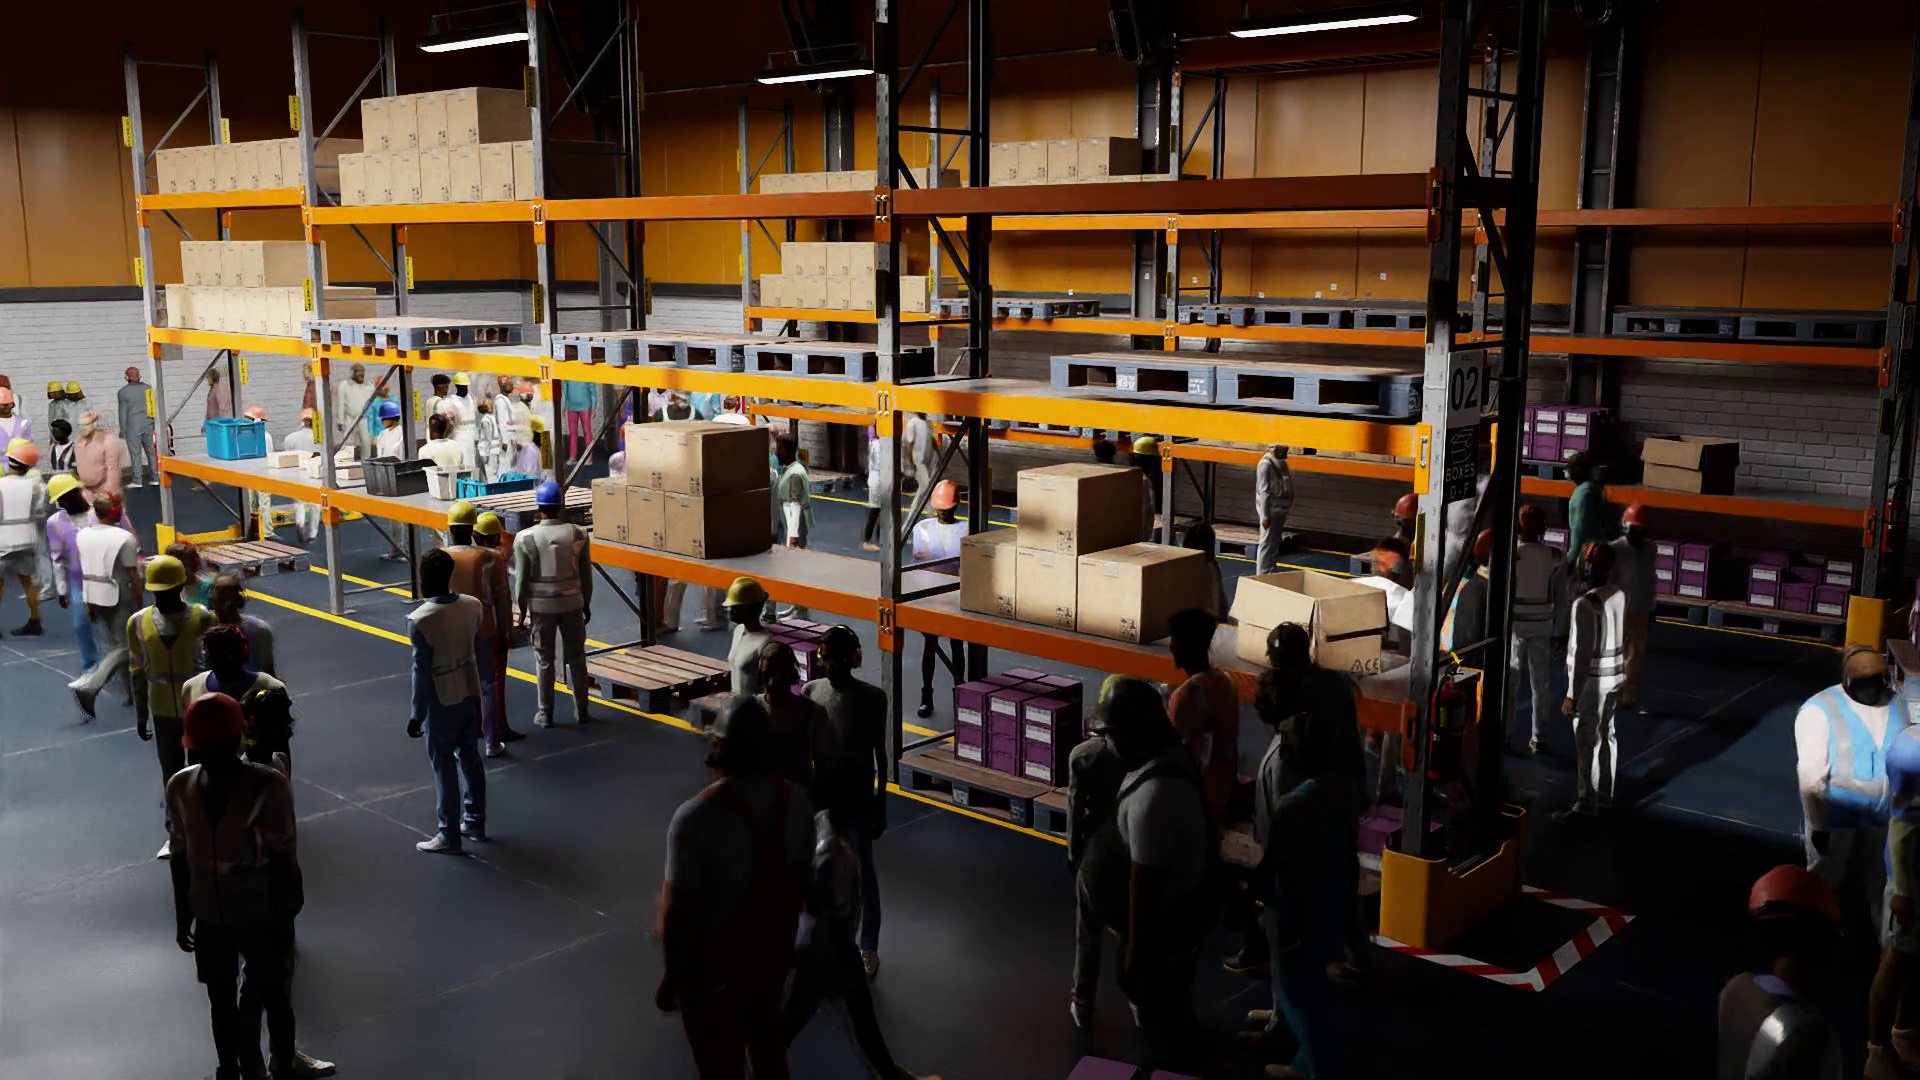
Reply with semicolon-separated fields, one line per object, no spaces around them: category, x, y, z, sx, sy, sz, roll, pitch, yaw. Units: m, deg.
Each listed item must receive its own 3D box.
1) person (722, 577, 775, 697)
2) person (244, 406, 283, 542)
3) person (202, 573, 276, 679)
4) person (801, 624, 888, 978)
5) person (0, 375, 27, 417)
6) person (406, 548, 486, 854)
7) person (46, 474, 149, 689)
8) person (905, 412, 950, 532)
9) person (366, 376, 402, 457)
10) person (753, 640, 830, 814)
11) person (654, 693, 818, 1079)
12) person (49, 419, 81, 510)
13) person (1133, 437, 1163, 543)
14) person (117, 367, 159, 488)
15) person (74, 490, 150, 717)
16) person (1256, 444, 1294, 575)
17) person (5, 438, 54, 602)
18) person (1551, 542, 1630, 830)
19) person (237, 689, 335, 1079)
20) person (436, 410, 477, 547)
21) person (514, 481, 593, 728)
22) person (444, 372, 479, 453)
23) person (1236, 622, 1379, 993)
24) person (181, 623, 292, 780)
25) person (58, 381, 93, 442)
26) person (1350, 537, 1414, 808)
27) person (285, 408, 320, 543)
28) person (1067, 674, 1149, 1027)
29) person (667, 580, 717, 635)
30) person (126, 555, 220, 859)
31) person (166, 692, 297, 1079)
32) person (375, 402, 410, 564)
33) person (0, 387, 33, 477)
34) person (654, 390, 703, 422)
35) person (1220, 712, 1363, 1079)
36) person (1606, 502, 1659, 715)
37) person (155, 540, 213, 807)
person;-1.286;1.095;10.274;0.331;1.768;0.527;-6;12;-30
person;-8.993;-0.843;21.303;0.564;1.740;0.351;3;11;17
person;-4.516;1.066;10.383;0.509;1.802;0.976;-4;11;-20
person;-0.605;1.343;8.609;0.508;1.863;0.328;4;11;21
person;-14.305;-1.538;24.866;0.550;1.871;0.605;5;11;25
person;-3.193;1.002;10.373;0.392;1.920;0.587;4;11;24
person;-7.335;0.349;14.207;0.745;1.876;0.385;-4;11;-20
person;-0.460;-0.983;21.843;0.634;1.836;0.585;5;11;26
person;-9.044;-1.714;26.220;0.591;1.737;0.371;-8;13;-39
person;-0.900;1.399;8.334;0.506;1.846;0.348;-1;10;-5
person;-0.934;1.596;6.668;0.535;2.000;0.718;8;13;39
person;-10.864;-0.636;20.266;0.540;1.695;0.318;4;11;20
person;1.787;-0.062;16.367;0.385;1.922;0.594;-1;10;-4
person;-12.873;-1.760;26.041;0.406;1.902;0.639;7;12;34
person;-6.876;0.511;13.436;0.572;1.820;0.781;4;11;22
person;3.426;-0.318;18.087;0.403;1.827;0.599;6;11;28
person;-9.911;-0.211;17.693;0.524;1.761;0.338;8;13;37
person;4.108;0.943;10.807;0.575;1.882;0.359;-9;13;-42
person;-3.052;1.567;7.355;0.333;1.860;0.510;1;10;6
person;-5.947;-0.624;19.760;0.751;1.847;0.662;-5;11;-25
person;-3.186;0.508;13.075;0.605;1.949;0.399;-4;11;-23
person;-7.346;-1.523;24.622;0.374;1.925;0.595;6;11;29
person;1.750;1.346;8.556;0.988;1.865;0.677;8;13;38
person;-3.796;1.321;8.814;0.561;1.836;0.394;1;10;5
person;-13.450;-1.555;25.348;0.484;1.736;0.306;-3;11;-19
person;2.781;0.906;11.110;0.559;1.858;0.577;-9;14;-42
person;-8.276;-0.807;21.152;0.598;1.717;0.522;-3;10;-15
person;0.759;1.501;8.076;0.489;1.735;0.330;0;10;-3
person;-2.607;0.074;16.287;0.591;1.699;0.678;7;12;33
person;-4.797;1.029;10.237;0.581;1.918;0.408;-1;10;-7
person;-3.095;1.578;7.087;0.547;1.930;0.391;1;10;3
person;-6.722;-0.688;19.868;0.605;1.939;0.411;7;12;35
person;-11.805;-0.882;20.669;0.395;2.044;0.609;9;13;40
person;-3.787;-1.170;22.307;0.694;2.000;1.058;0;10;-2
person;1.503;1.624;7.136;0.514;1.816;0.635;-9;14;-43
person;5.399;0.541;13.494;0.569;1.738;0.486;-5;11;-25
person;-5.253;0.890;11.301;0.580;1.802;0.822;5;11;28
